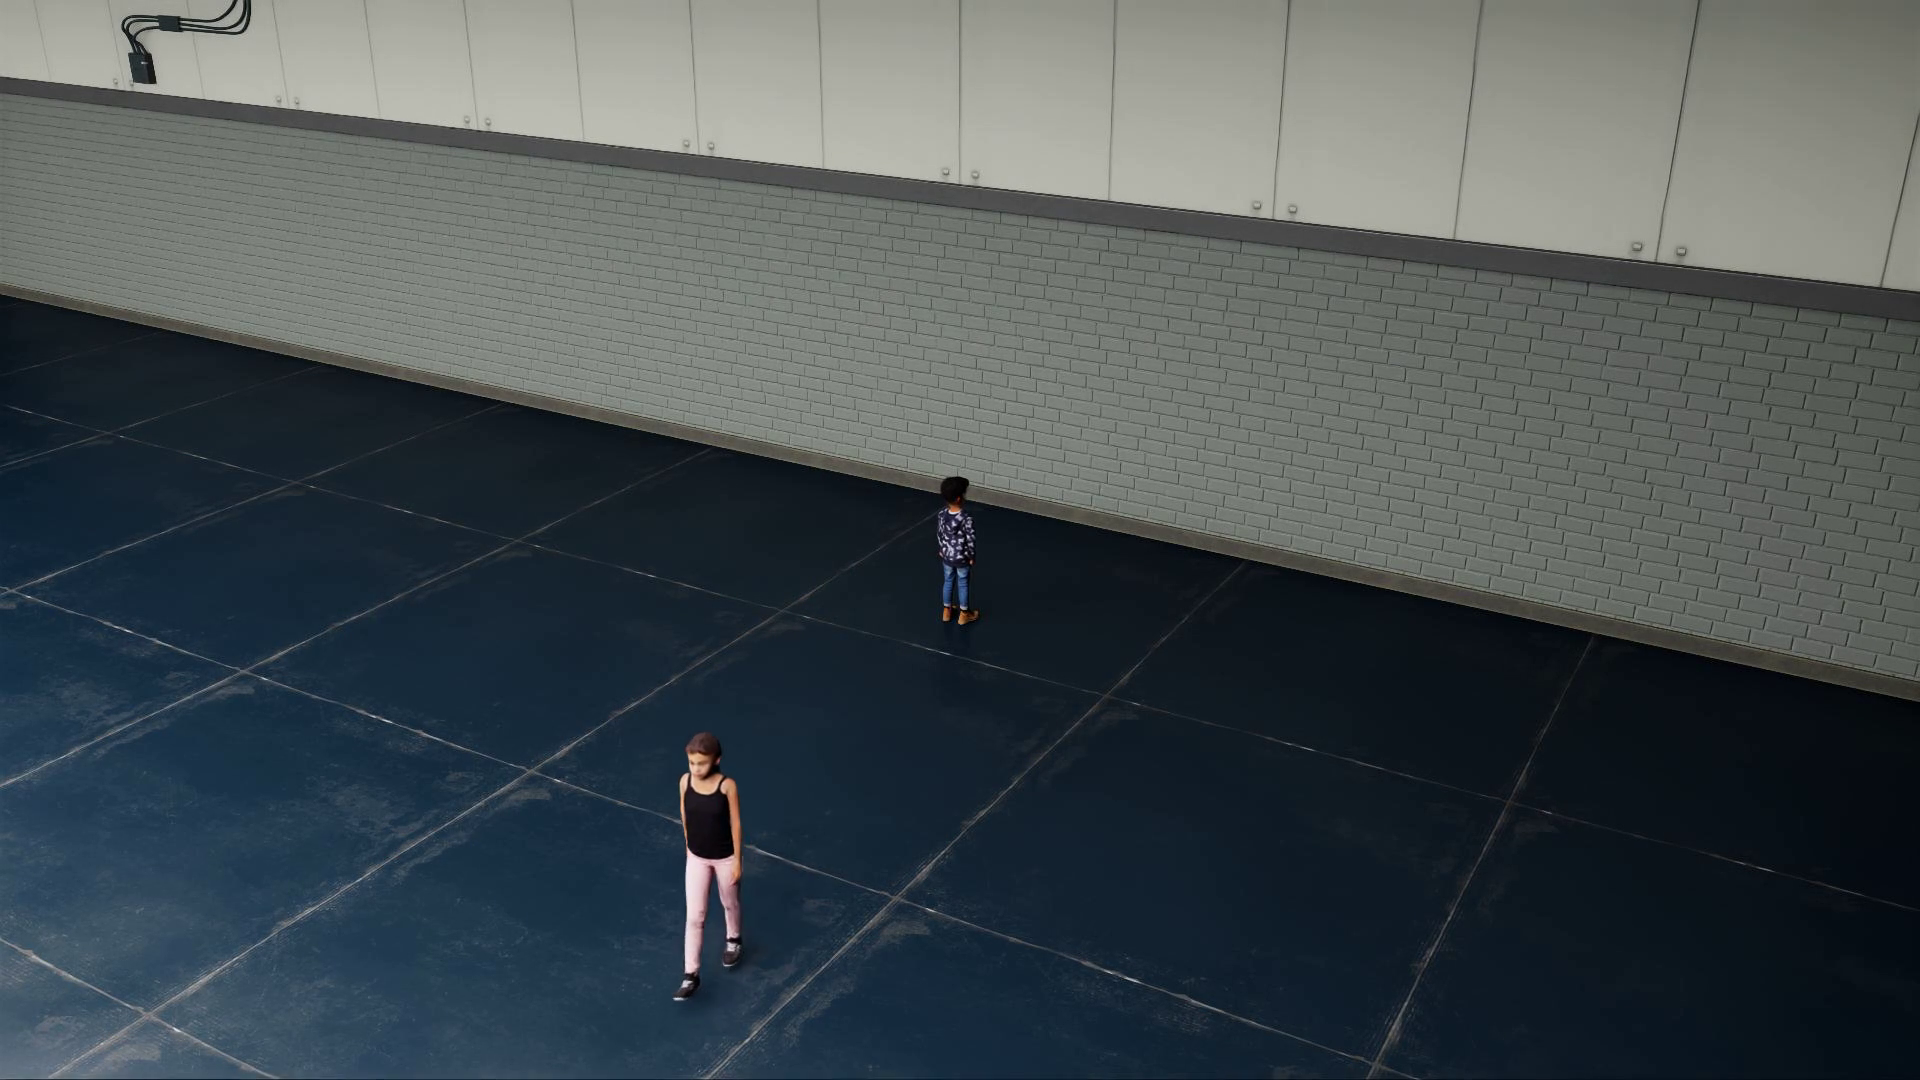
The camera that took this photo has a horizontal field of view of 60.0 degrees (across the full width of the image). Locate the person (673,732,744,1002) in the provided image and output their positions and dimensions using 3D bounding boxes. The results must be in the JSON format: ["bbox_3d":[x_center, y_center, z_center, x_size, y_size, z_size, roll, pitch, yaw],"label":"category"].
[{"bbox_3d":[-1.351,1.739,9.309,0.765,1.533,1.011,3,23,6],"label":"person"}]

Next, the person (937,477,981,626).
[{"bbox_3d":[-0.027,0.080,13.567,0.489,1.254,0.478,14,27,29],"label":"person"}]
